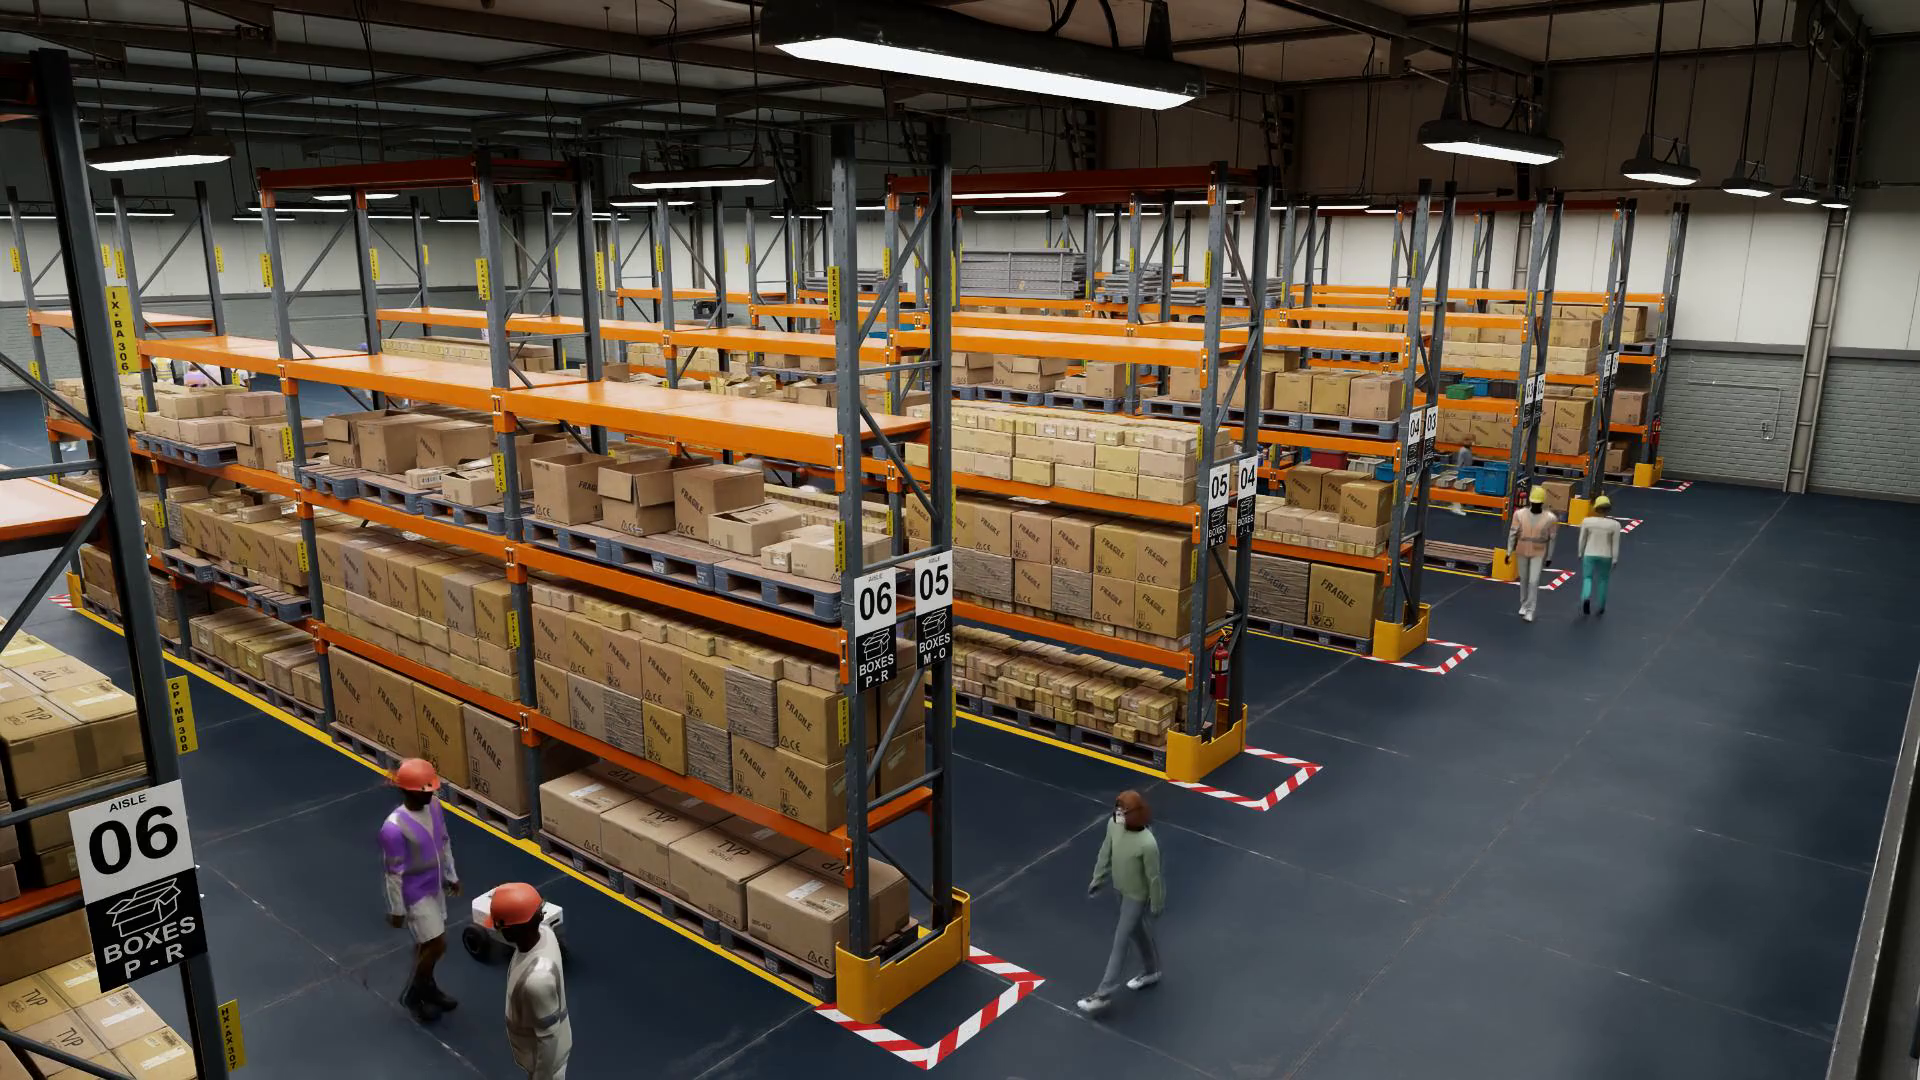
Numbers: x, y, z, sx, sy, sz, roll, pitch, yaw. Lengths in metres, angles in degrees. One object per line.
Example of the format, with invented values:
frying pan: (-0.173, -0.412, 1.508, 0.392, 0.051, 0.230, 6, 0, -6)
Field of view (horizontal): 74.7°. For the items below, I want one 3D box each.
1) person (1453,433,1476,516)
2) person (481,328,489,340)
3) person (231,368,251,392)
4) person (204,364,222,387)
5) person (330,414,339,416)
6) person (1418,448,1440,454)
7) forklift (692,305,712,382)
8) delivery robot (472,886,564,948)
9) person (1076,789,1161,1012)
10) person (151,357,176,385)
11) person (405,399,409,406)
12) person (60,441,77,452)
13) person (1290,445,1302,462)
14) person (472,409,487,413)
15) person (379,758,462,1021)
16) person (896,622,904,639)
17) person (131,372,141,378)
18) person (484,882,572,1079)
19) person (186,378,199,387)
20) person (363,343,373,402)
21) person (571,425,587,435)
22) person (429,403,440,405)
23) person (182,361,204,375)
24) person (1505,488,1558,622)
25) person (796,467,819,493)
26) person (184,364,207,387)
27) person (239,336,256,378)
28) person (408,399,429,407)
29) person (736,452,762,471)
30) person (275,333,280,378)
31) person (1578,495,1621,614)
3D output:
person: (9.844, -1.272, 24.494, 0.438, 1.618, 0.502, 10, 17, 35)
person: (-19.878, -8.405, 53.164, 0.542, 1.939, 0.361, 0, 14, 1)
person: (-20.498, -4.246, 35.932, 0.672, 2.000, 0.536, 2, 14, 9)
person: (-22.481, -4.717, 38.107, 0.665, 1.874, 0.802, -11, 17, -37)
person: (-12.426, -1.594, 25.258, 0.351, 1.885, 0.576, -4, 14, -16)
person: (10.102, -1.992, 26.999, 0.840, 1.837, 0.520, 10, 17, 36)
forklift: (-9.511, -7.392, 47.124, 1.873, 2.768, 1.129, 11, 17, 38)
delivery robot: (-3.363, 2.865, 9.583, 0.707, 0.478, 0.477, 8, 16, 29)
person: (1.123, 2.528, 8.913, 0.839, 1.596, 0.507, -7, 15, -26)
person: (-25.164, -5.123, 39.862, 0.632, 1.844, 0.429, -6, 15, -24)
person: (-17.485, -5.145, 39.964, 0.527, 1.839, 0.606, -3, 14, -11)
person: (-22.626, -3.022, 31.699, 0.518, 1.615, 0.533, 3, 14, 12)
person: (6.638, -1.415, 24.769, 0.306, 1.770, 0.525, 9, 16, 32)
person: (-12.370, -3.247, 32.181, 0.642, 1.823, 0.537, 0, 14, -1)
person: (-3.698, 2.409, 8.731, 0.422, 1.922, 0.543, 2, 14, 8)
person: (-0.786, 1.158, 13.859, 0.441, 1.922, 0.553, 10, 17, 35)
person: (-22.880, -4.011, 35.321, 0.663, 1.833, 0.463, 4, 14, 15)
person: (-2.324, 2.797, 6.884, 0.392, 2.035, 0.605, -5, 15, -20)
person: (-18.985, -3.146, 31.658, 0.979, 1.890, 0.532, -7, 16, -28)
person: (-19.337, -5.490, 41.202, 0.465, 1.924, 0.618, 5, 15, 20)
person: (-7.978, -1.897, 26.435, 0.392, 1.920, 0.593, -3, 14, -12)
person: (-14.266, -3.668, 33.745, 0.654, 1.906, 0.408, -10, 17, -36)
person: (-24.377, -5.235, 40.149, 0.641, 1.924, 0.518, -9, 17, -34)
person: (8.059, 0.211, 17.836, 0.598, 1.886, 0.941, 10, 17, 35)
person: (-2.412, -0.211, 19.601, 0.461, 1.866, 0.596, 11, 17, 38)
person: (-21.648, -4.098, 35.752, 0.579, 1.794, 0.628, -11, 17, -37)
person: (-27.262, -6.941, 47.845, 0.814, 1.600, 0.519, -6, 15, -22)
person: (-13.995, -3.441, 32.628, 0.626, 1.992, 0.387, 6, 15, 22)
person: (-3.759, -0.813, 22.148, 0.725, 1.843, 0.515, 13, 19, 42)
person: (-25.879, -7.053, 47.982, 0.518, 1.757, 0.340, 11, 18, 39)
person: (9.136, 0.231, 18.042, 0.533, 1.734, 0.635, 7, 16, 28)
